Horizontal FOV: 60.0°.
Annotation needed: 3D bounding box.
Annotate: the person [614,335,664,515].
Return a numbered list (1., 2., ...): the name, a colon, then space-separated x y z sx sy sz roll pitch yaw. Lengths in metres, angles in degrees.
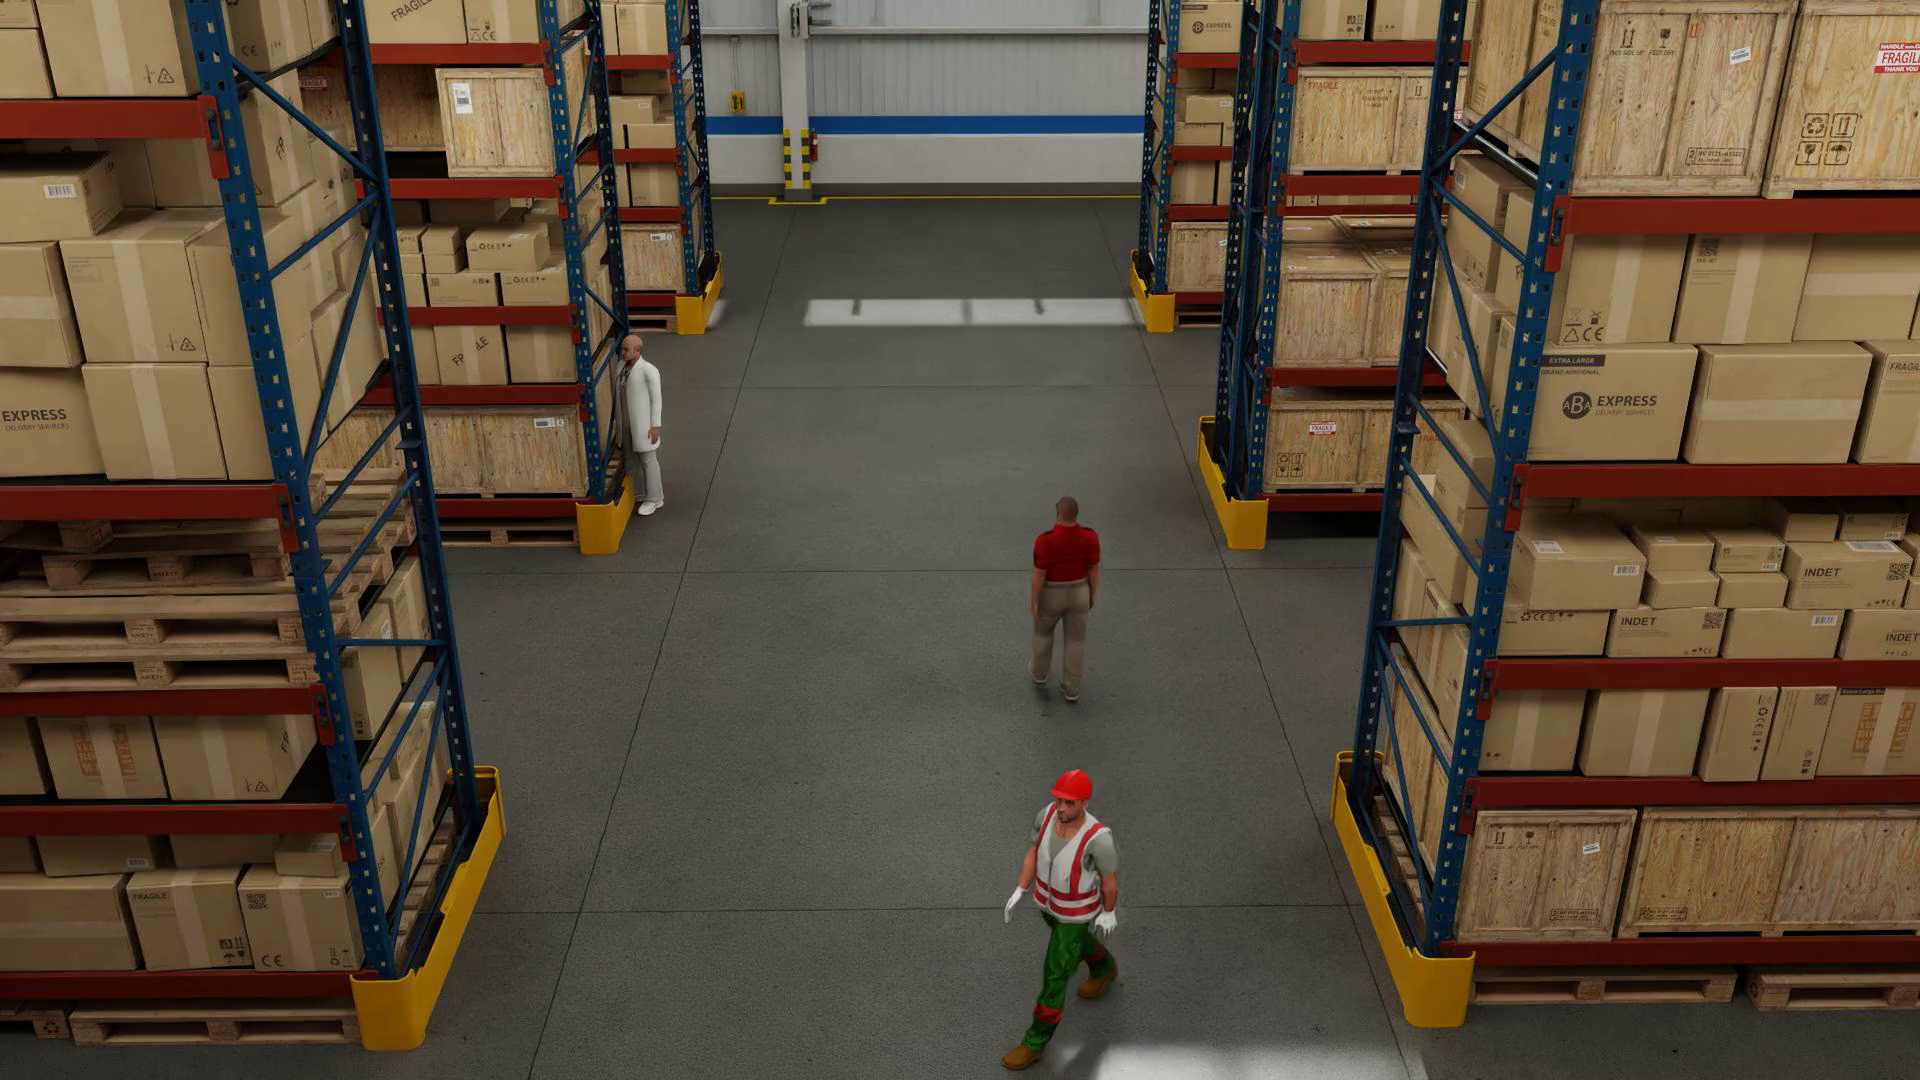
1. person: -3.182 -1.135 16.282 0.565 1.783 0.376 17 30 32

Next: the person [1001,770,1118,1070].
1. person: 0.583 2.073 9.433 1.073 1.751 0.532 -21 32 -37

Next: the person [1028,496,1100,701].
1. person: 0.786 0.381 13.088 0.541 1.722 0.640 -4 25 -8
